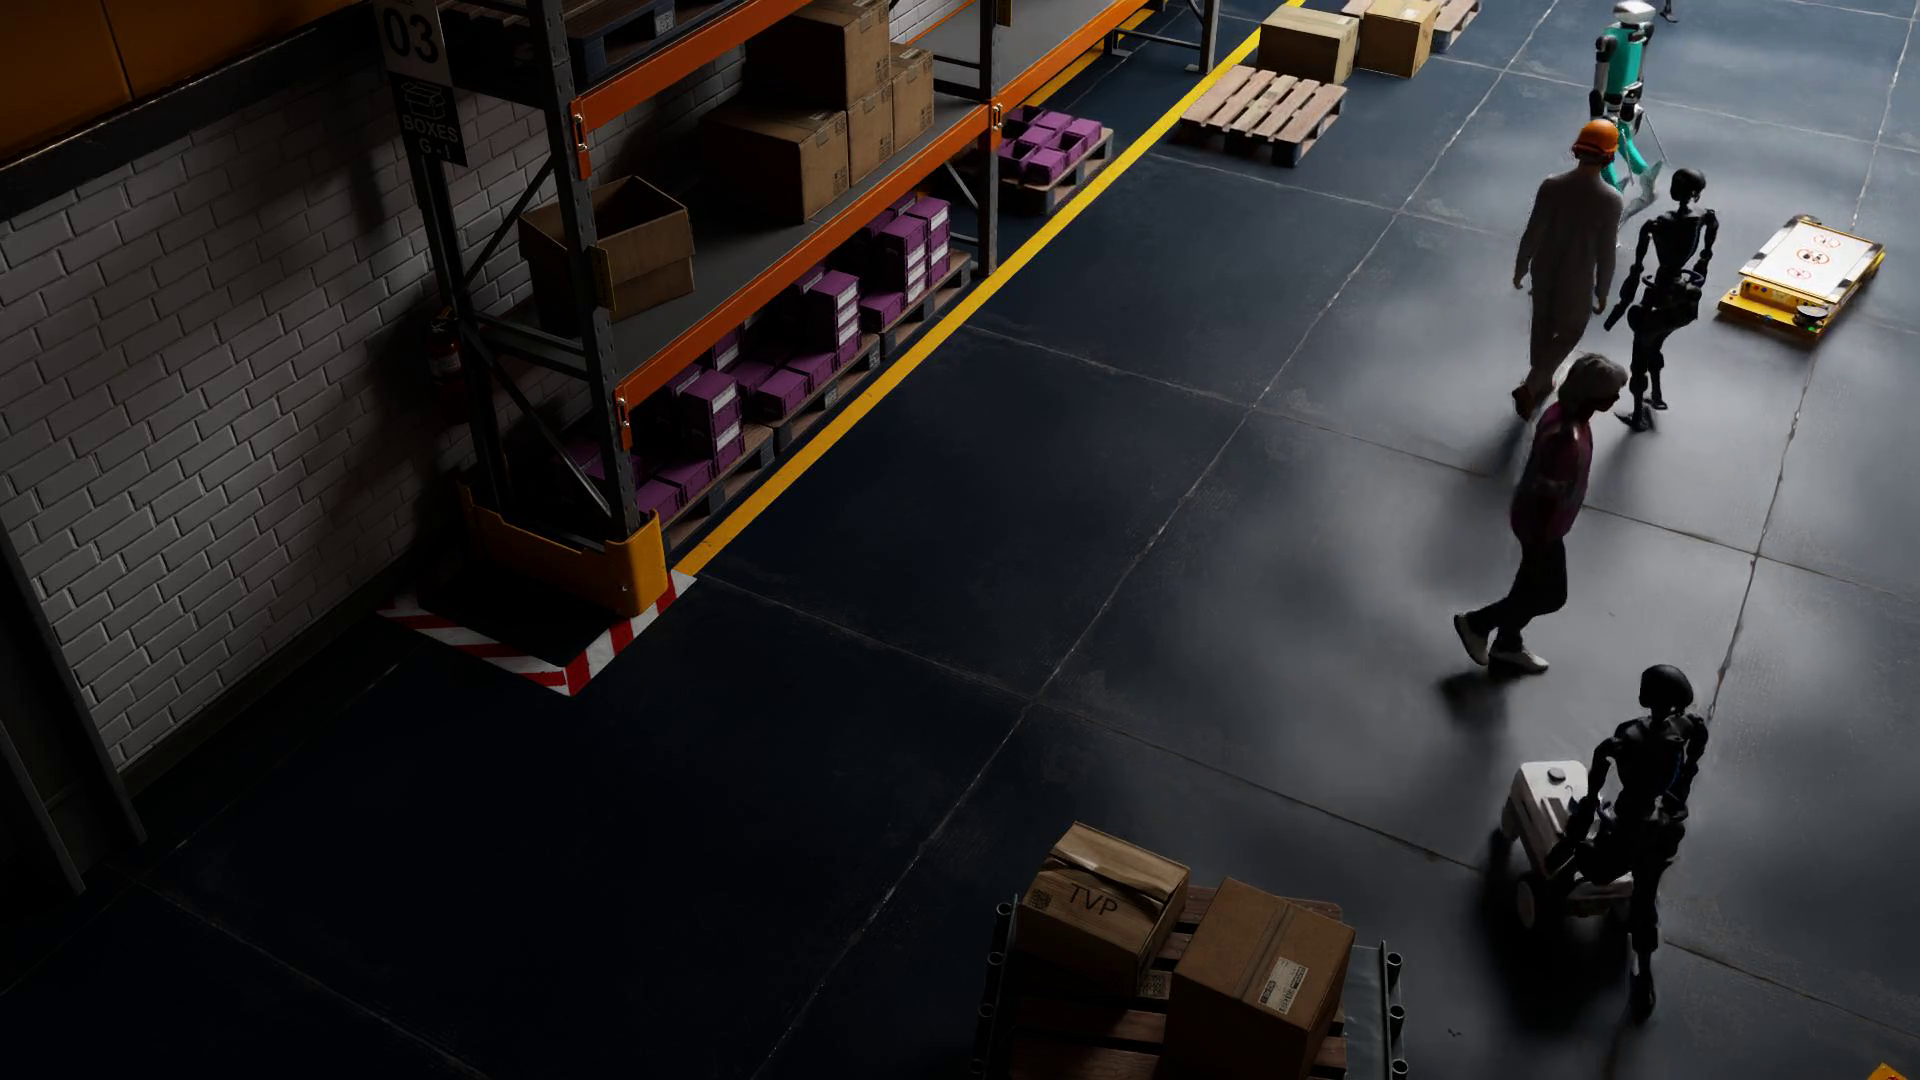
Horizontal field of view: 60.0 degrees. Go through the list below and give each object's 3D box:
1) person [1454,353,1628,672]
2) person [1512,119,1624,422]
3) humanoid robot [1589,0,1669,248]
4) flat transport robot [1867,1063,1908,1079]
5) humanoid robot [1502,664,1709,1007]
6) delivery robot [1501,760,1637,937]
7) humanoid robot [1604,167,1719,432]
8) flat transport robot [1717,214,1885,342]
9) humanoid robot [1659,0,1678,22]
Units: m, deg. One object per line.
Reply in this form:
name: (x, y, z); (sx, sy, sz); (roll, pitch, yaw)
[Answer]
person: (2.843, -0.098, 8.090); (0.438, 1.830, 0.547); (13, 41, 16)
person: (3.570, -1.560, 9.900); (0.591, 1.862, 0.655); (28, 46, 30)
humanoid robot: (4.649, -2.766, 11.528); (0.534, 1.821, 0.697); (-26, 46, -29)
flat transport robot: (3.870, 2.552, 6.029); (0.659, 0.231, 1.431); (-26, 46, -29)
humanoid robot: (2.655, 1.155, 6.665); (0.589, 1.635, 0.710); (-14, 41, -17)
delivery robot: (2.679, 1.333, 7.318); (0.499, 0.587, 0.785); (-2, 39, -3)
humanoid robot: (4.172, -1.416, 9.868); (0.595, 1.646, 0.358); (-12, 40, -14)
flat transport robot: (5.849, -1.832, 11.509); (0.659, 0.231, 1.431); (28, 46, 30)
humanoid robot: (6.628, -5.648, 15.204); (0.610, 1.641, 0.780); (-6, 39, -7)
